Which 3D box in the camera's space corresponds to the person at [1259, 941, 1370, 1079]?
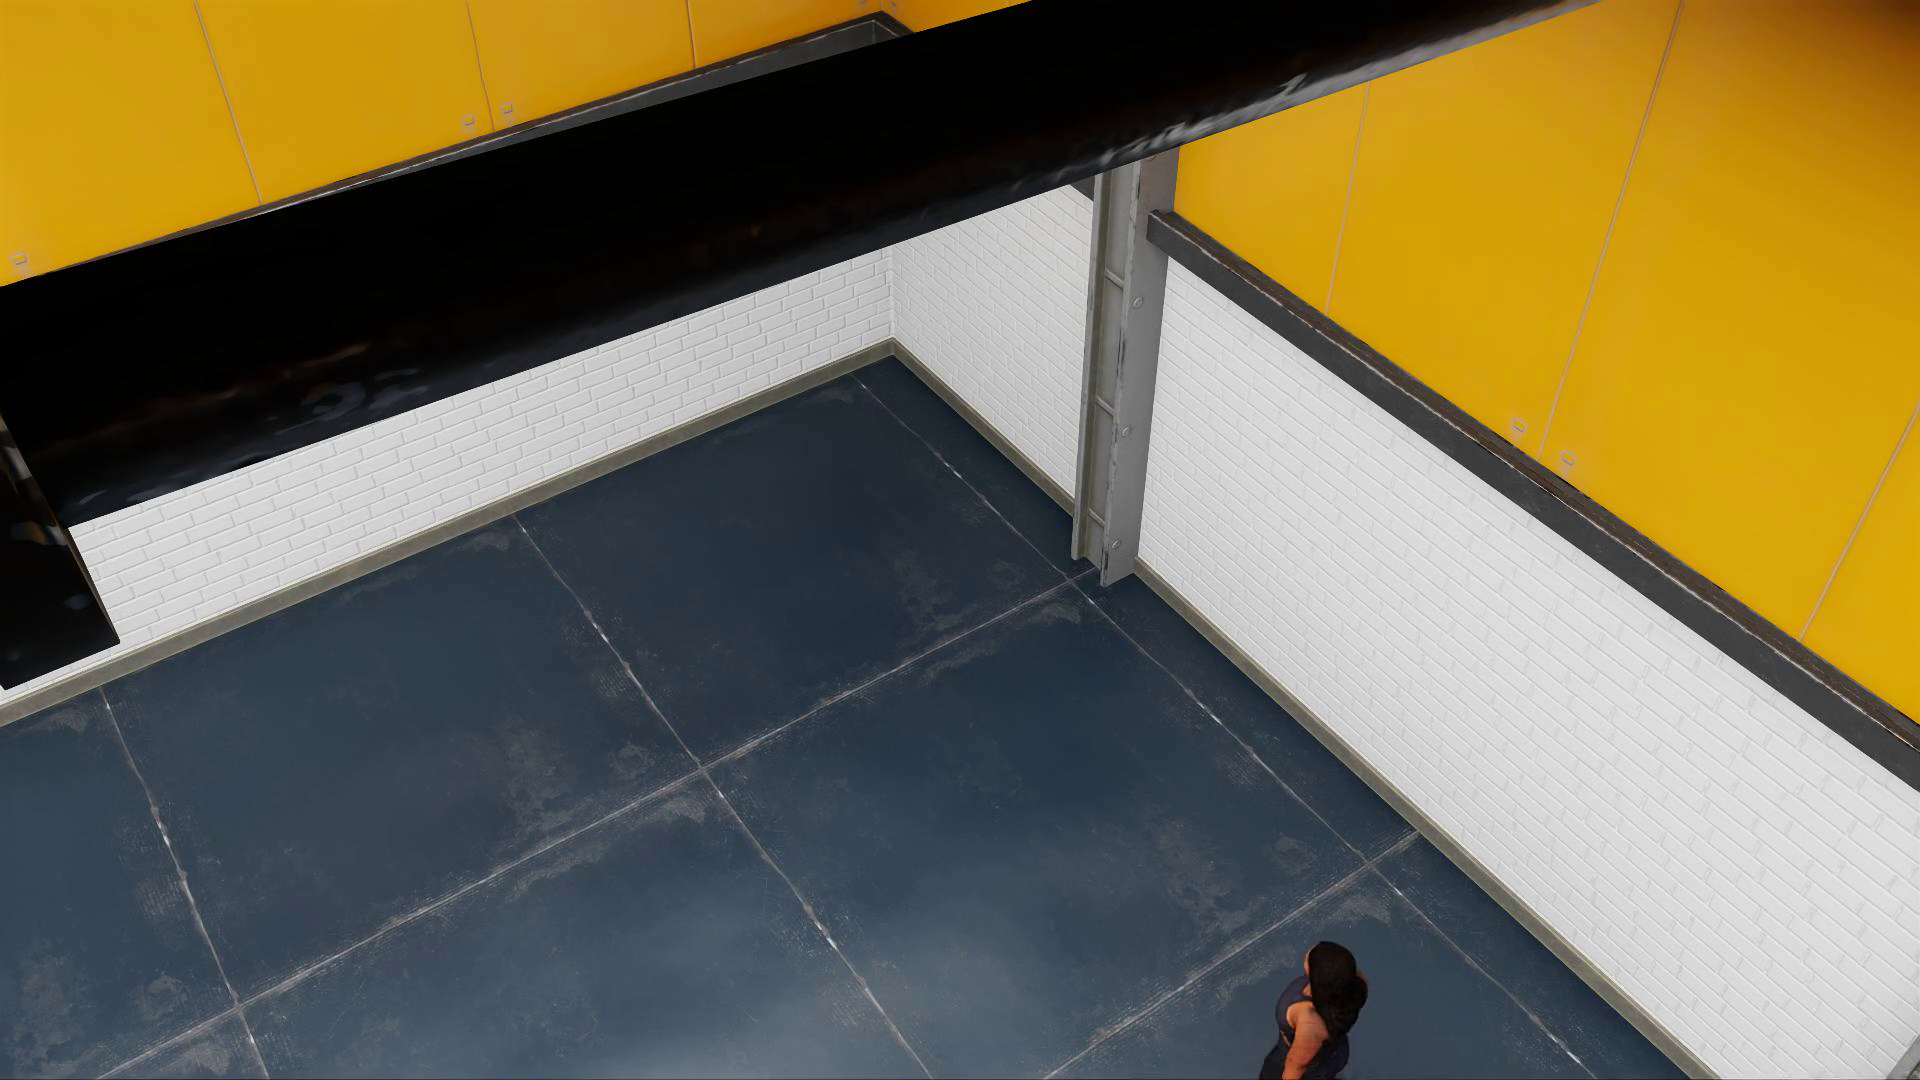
[{"bbox_3d":[1.800,2.610,8.254,1.055,1.796,0.774,34,53,30],"label":"person"}]
